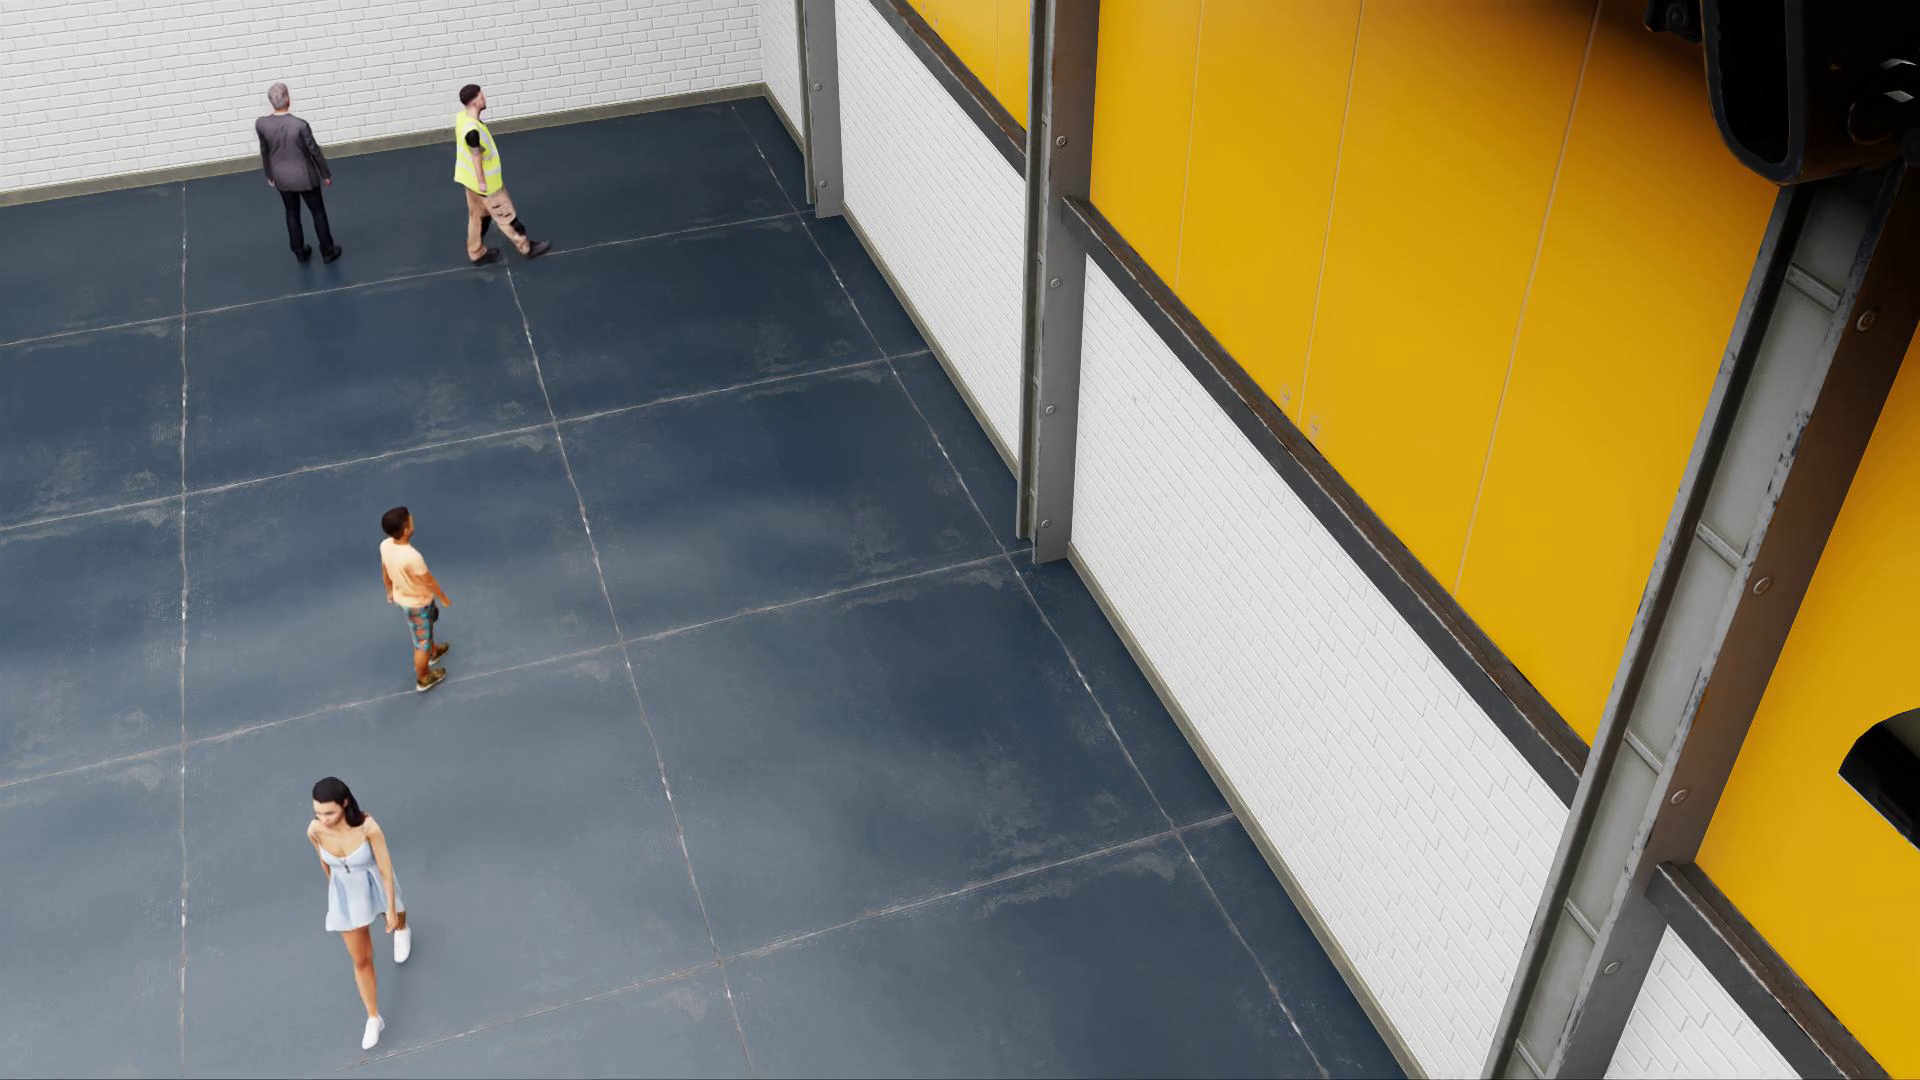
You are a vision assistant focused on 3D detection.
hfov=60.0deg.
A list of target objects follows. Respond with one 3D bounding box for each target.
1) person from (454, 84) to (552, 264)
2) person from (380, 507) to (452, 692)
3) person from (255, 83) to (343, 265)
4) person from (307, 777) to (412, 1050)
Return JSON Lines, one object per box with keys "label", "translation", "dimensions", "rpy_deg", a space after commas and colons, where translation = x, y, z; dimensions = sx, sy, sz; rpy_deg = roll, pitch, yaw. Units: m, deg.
{"label": "person", "translation": [-4.620, -3.458, 15.918], "dimensions": [0.872, 1.815, 1.004], "rpy_deg": [-18, 42, -22]}
{"label": "person", "translation": [-3.769, 0.447, 11.322], "dimensions": [0.726, 1.448, 0.778], "rpy_deg": [23, 44, 26]}
{"label": "person", "translation": [-6.356, -3.482, 15.934], "dimensions": [0.854, 1.833, 0.804], "rpy_deg": [0, 39, 0]}
{"label": "person", "translation": [-3.296, 1.896, 9.325], "dimensions": [0.747, 1.677, 1.183], "rpy_deg": [-5, 39, -6]}
